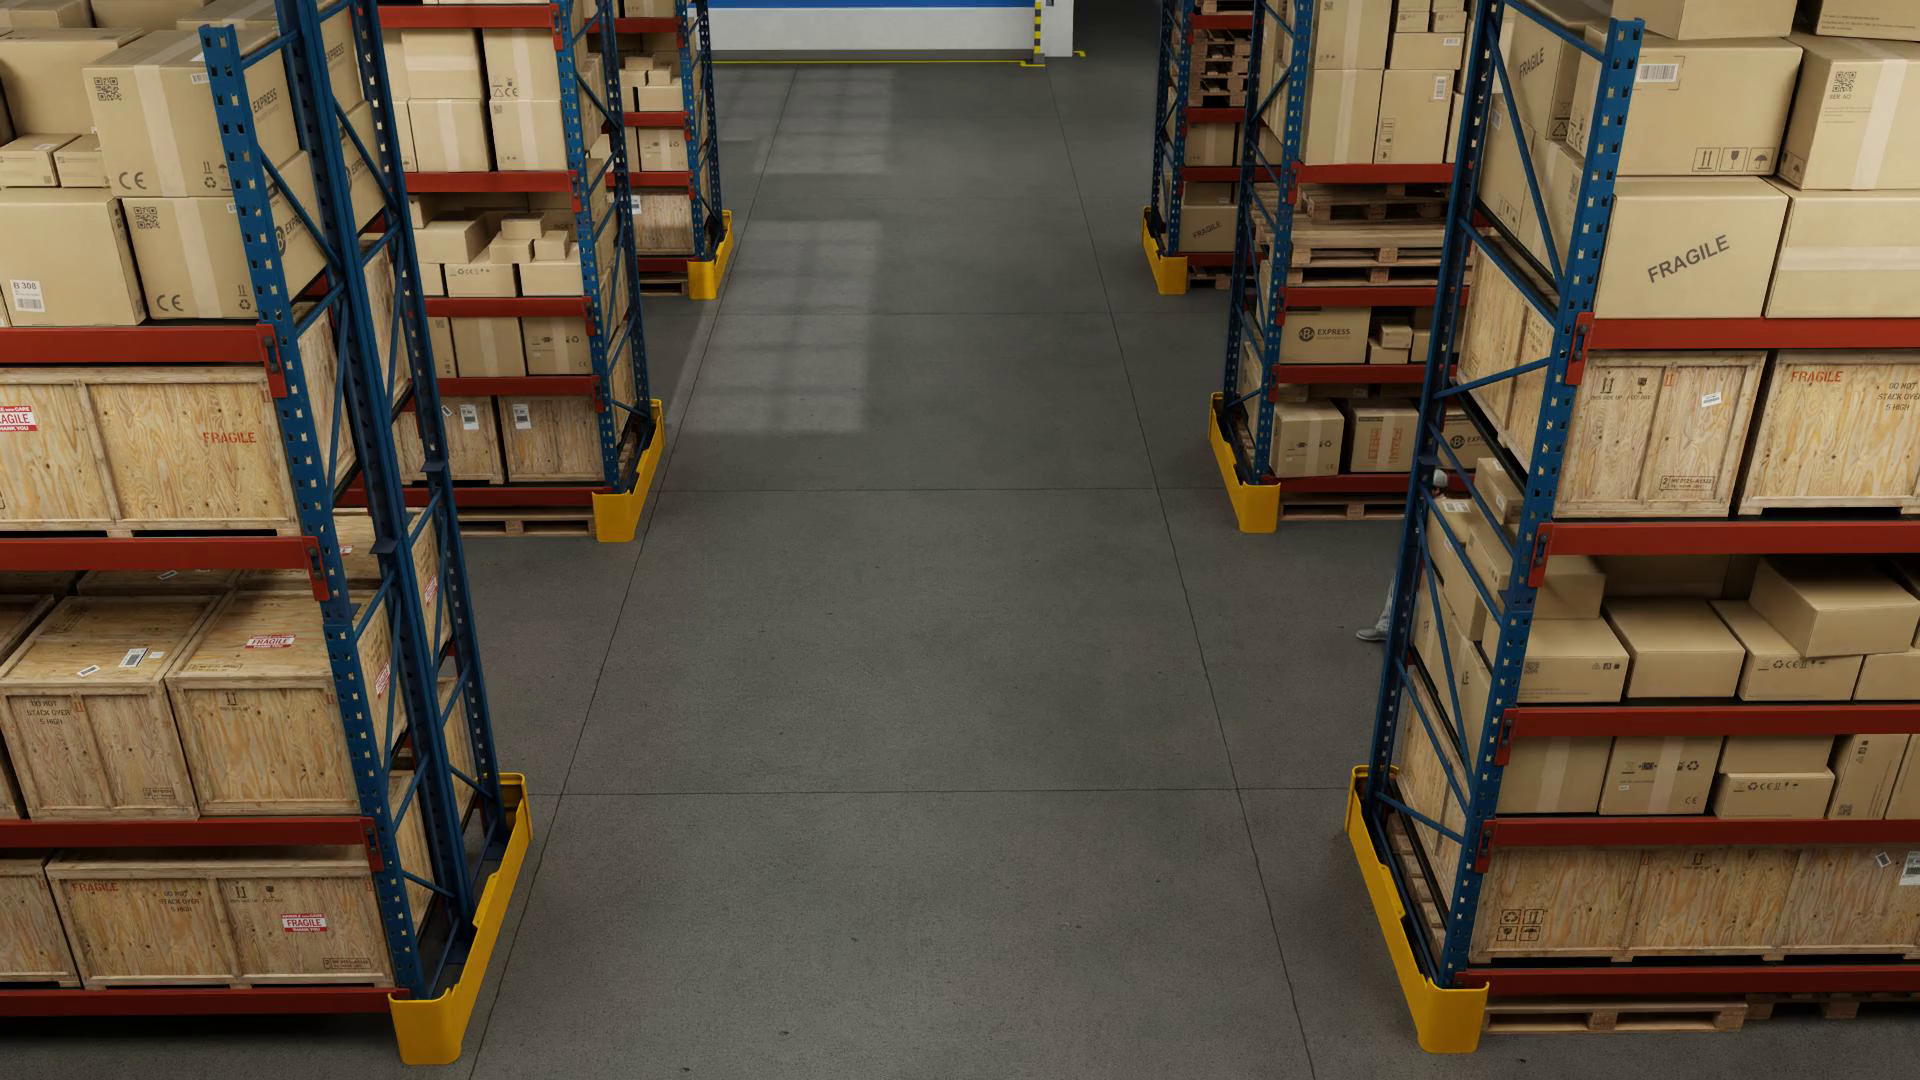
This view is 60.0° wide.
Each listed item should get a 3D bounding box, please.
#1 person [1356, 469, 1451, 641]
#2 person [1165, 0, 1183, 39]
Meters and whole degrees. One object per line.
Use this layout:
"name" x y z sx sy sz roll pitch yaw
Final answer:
"person" 3.757 0.172 13.702 0.749 1.651 0.487 0 28 1
"person" 4.531 -11.566 35.533 0.446 1.623 0.888 12 30 21
